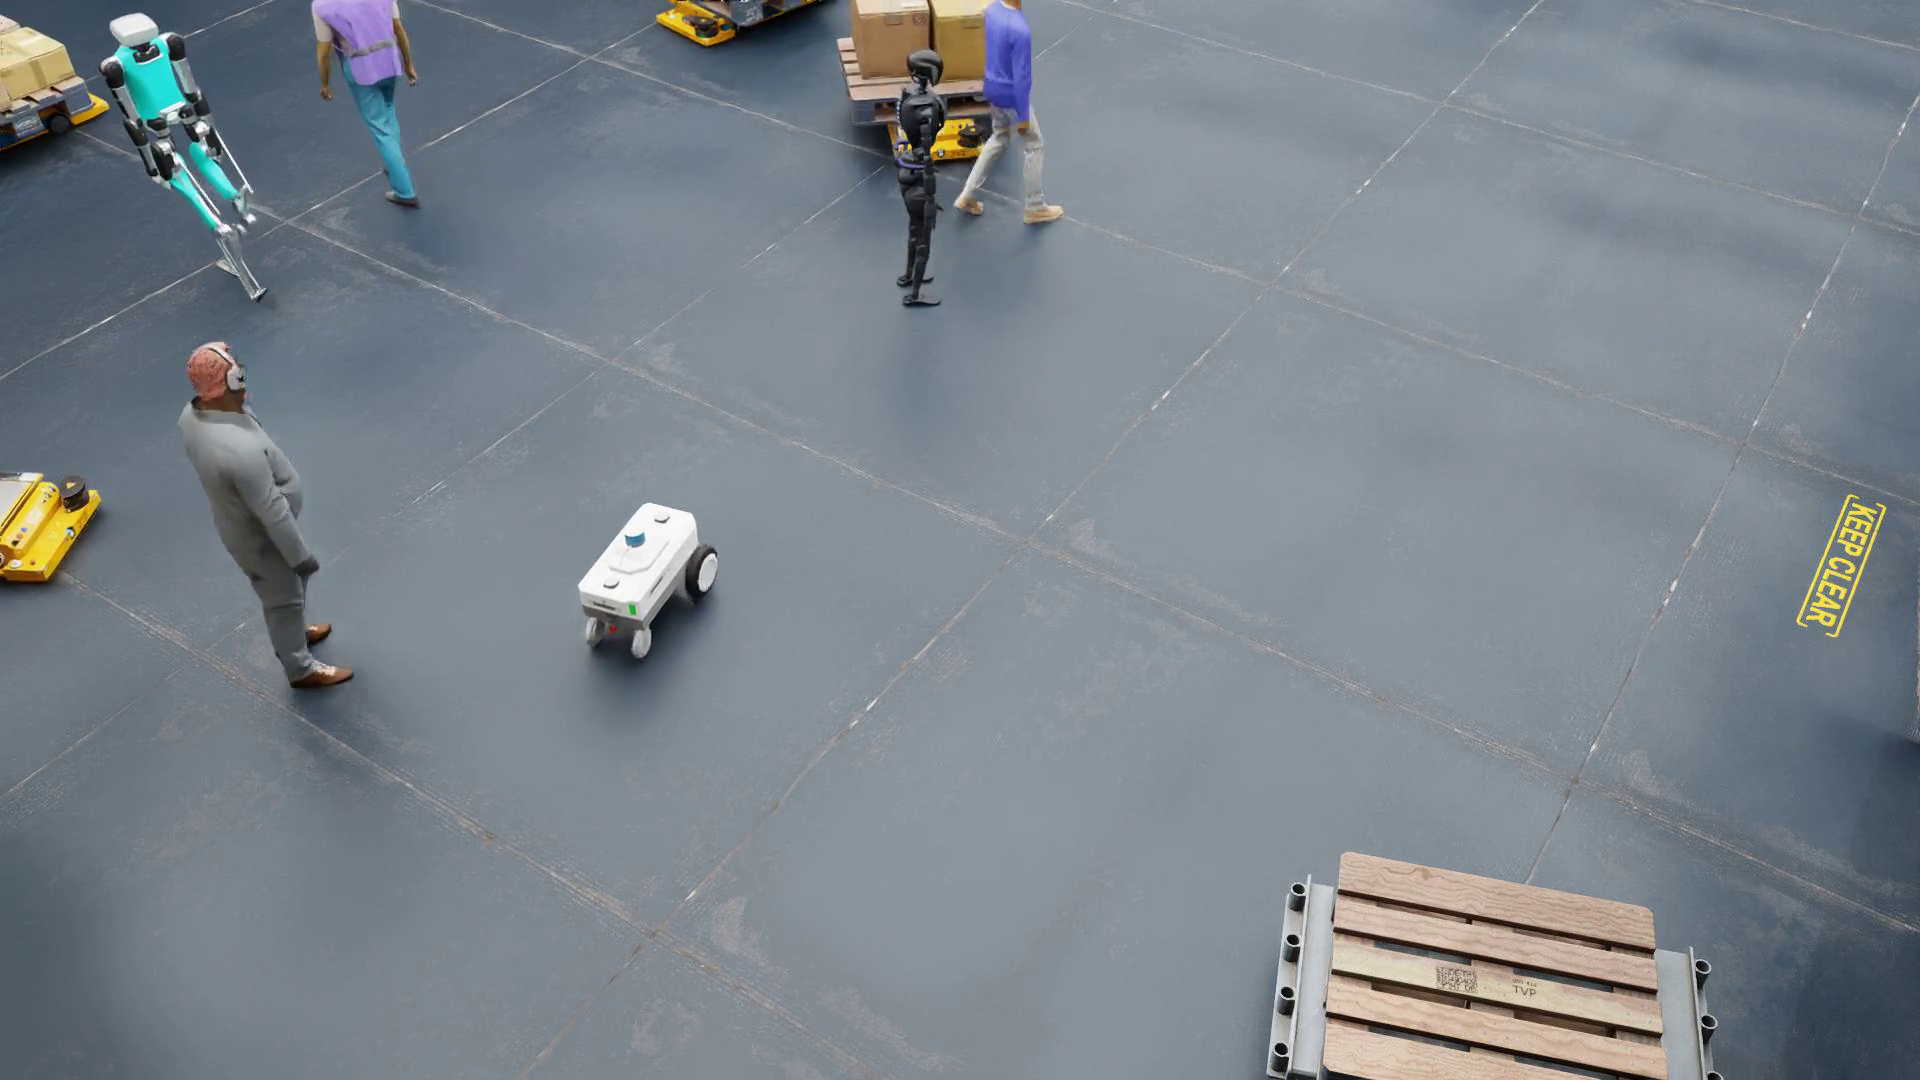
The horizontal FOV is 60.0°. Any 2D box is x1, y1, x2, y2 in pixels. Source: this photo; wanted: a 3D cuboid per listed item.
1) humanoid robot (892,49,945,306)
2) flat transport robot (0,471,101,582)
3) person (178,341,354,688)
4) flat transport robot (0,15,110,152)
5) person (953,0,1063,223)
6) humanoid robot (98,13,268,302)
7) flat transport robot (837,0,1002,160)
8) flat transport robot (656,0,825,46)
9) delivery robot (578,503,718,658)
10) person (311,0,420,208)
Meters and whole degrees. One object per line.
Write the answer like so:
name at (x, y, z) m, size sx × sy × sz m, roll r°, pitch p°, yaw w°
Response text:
humanoid robot at (-0.247, -2.228, 10.215) m, size 0.305 × 1.653 × 0.608 m, roll -7°, pitch 42°, yaw -7°
flat transport robot at (-5.446, -0.084, 8.873) m, size 1.431 × 0.231 × 0.659 m, roll 2°, pitch 42°, yaw 2°
person at (-3.184, -0.050, 7.638) m, size 0.404 × 1.881 × 0.681 m, roll -23°, pitch 47°, yaw -24°
flat transport robot at (-7.089, -3.052, 12.195) m, size 0.659 × 0.231 × 1.431 m, roll 27°, pitch 48°, yaw 27°
person at (0.329, -2.901, 10.849) m, size 0.656 × 1.841 × 0.473 m, roll -21°, pitch 46°, yaw -22°
humanoid robot at (-4.656, -2.280, 10.291) m, size 0.834 × 1.858 × 0.549 m, roll 27°, pitch 48°, yaw 27°
flat transport robot at (-0.248, -3.260, 12.427) m, size 0.659 × 0.231 × 1.431 m, roll -6°, pitch 42°, yaw -7°
flat transport robot at (-1.758, -4.488, 13.802) m, size 0.659 × 0.231 × 1.431 m, roll 34°, pitch 52°, yaw 32°
delivery robot at (-1.599, 0.158, 8.390) m, size 0.499 × 0.598 × 0.791 m, roll 14°, pitch 44°, yaw 15°
person at (-3.991, -3.131, 11.118) m, size 0.735 × 1.813 × 0.592 m, roll 31°, pitch 51°, yaw 30°
